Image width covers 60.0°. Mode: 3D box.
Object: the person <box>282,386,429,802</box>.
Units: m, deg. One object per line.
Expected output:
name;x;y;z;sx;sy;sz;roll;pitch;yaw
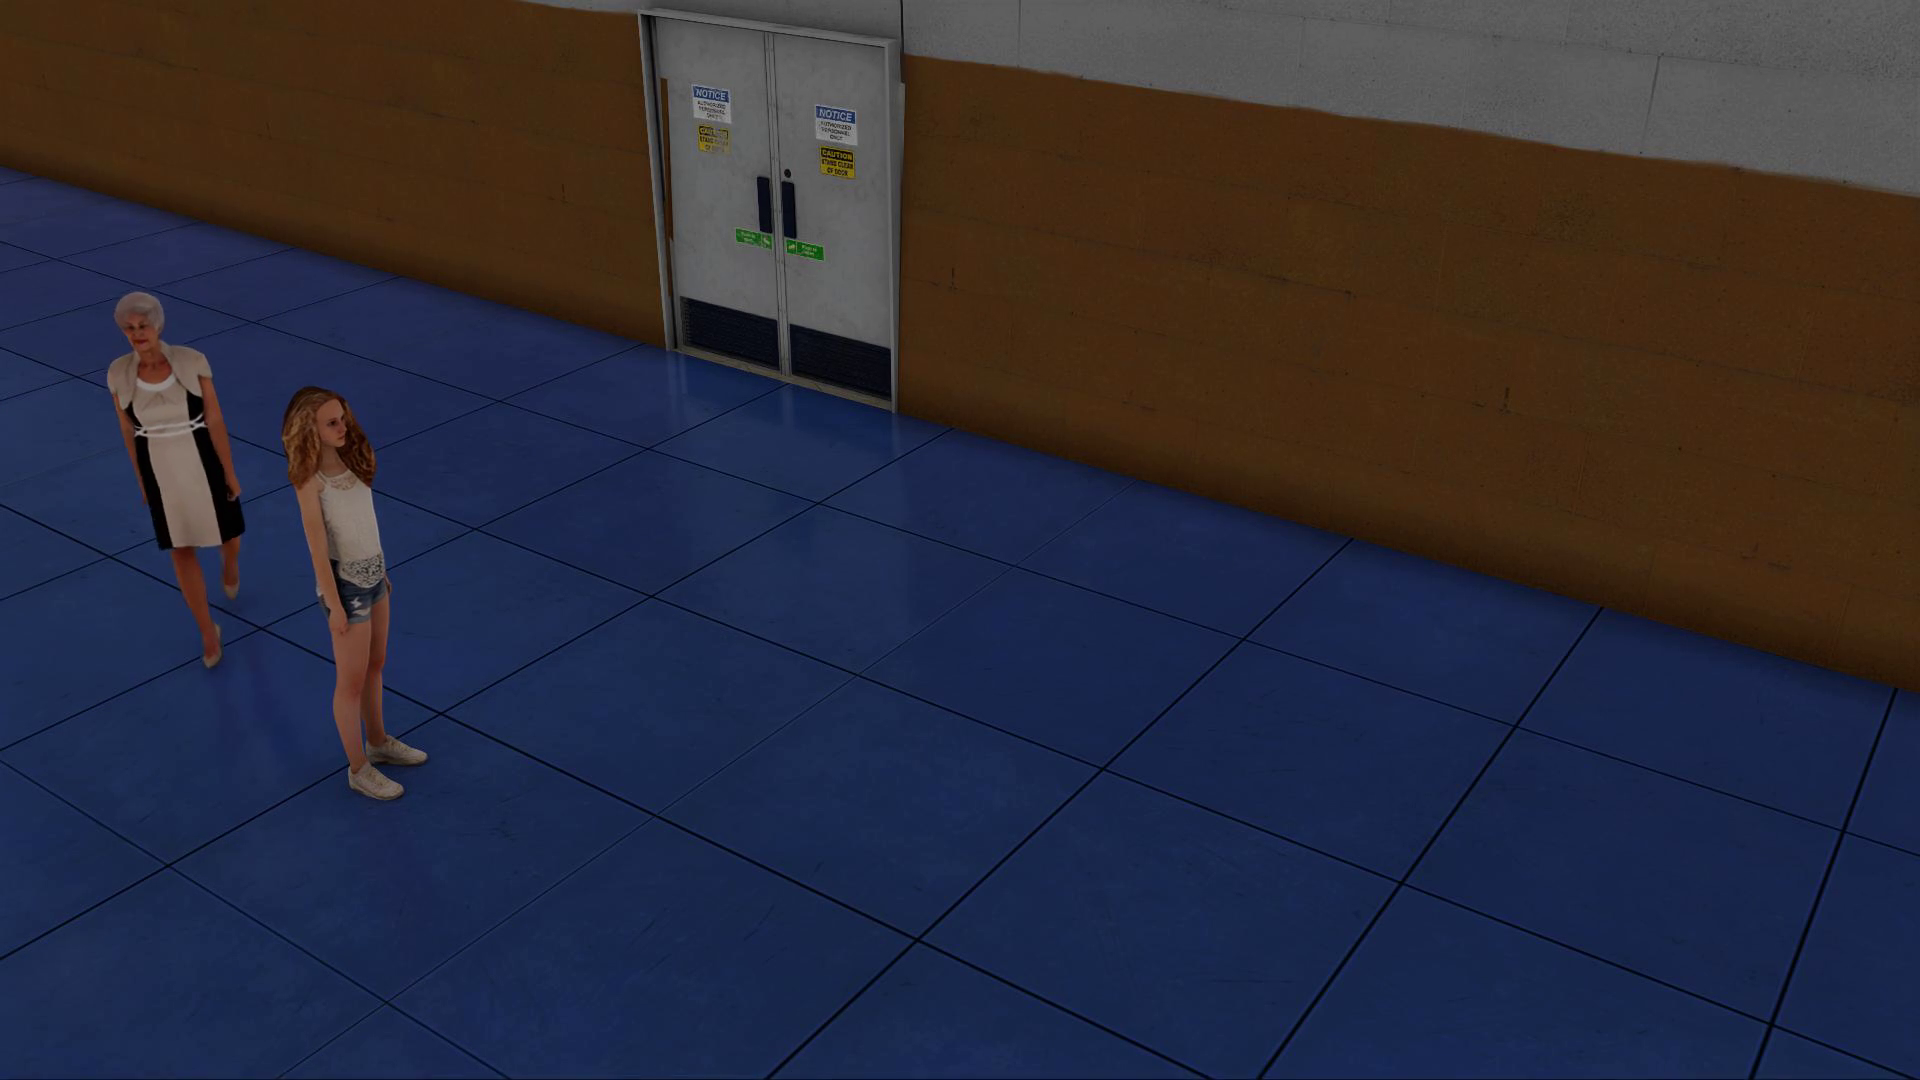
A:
person;-2.447;0.207;6.655;0.716;1.759;0.598;4;27;7

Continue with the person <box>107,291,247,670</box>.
person;-3.575;-0.327;7.747;1.081;1.723;1.075;-8;28;-16
